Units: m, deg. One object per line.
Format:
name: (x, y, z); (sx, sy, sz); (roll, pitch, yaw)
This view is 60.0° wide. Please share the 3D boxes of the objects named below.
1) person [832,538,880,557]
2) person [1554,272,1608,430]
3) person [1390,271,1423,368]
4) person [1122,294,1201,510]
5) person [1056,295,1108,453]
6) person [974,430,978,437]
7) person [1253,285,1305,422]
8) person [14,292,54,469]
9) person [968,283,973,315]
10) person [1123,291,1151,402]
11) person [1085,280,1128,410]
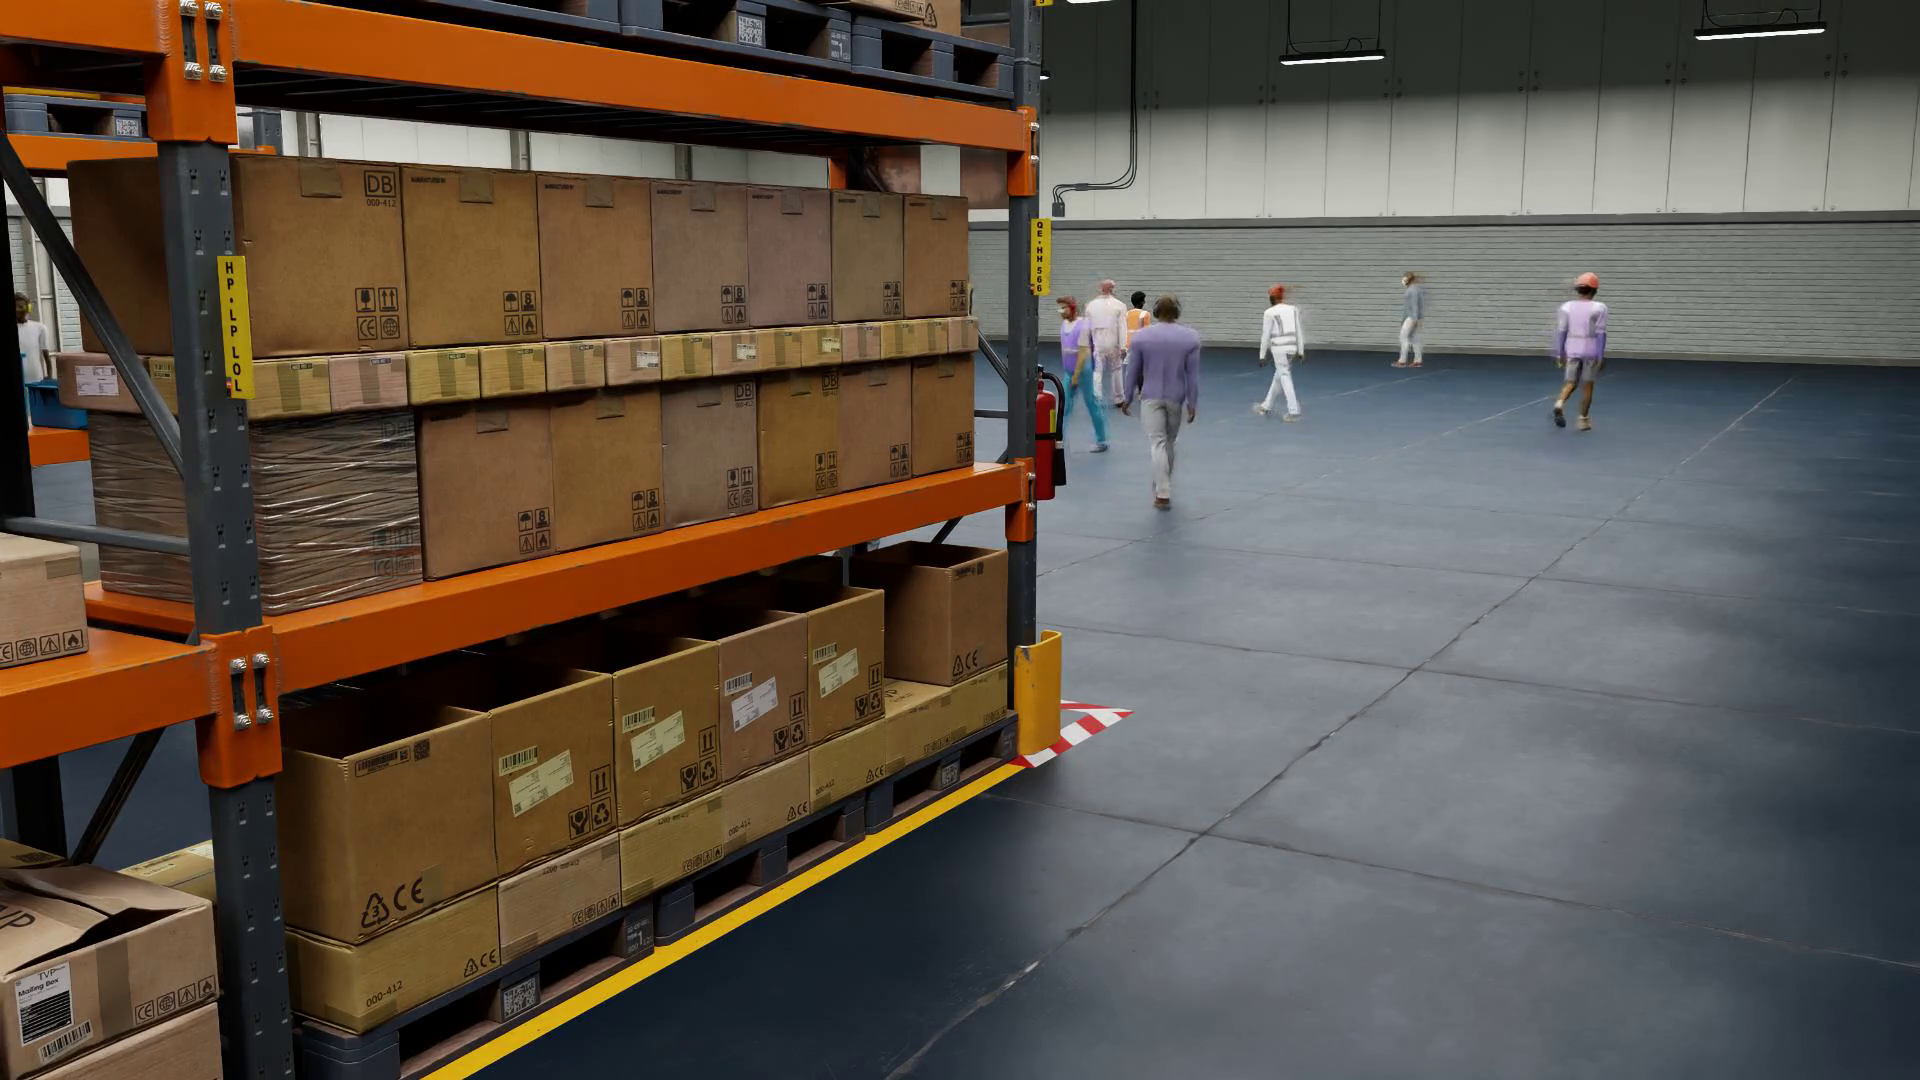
person: (-0.756, -0.615, 11.932); (0.497, 1.633, 0.285); (4, 10, 21)
person: (7.873, -2.377, 21.116); (0.612, 2.025, 0.709); (9, 13, 43)
person: (8.886, -4.369, 33.064); (0.790, 1.917, 0.673); (1, 10, 6)
person: (1.799, -1.244, 14.881); (0.648, 1.887, 1.011); (-1, 10, -7)
person: (1.265, -1.862, 18.780); (0.981, 1.781, 0.554); (-5, 11, -28)
person: (-0.348, -2.167, 20.202); (1.134, 1.929, 0.622); (-6, 12, -34)
person: (4.311, -2.546, 22.653); (0.596, 1.827, 0.984); (-7, 12, -35)
person: (-9.733, -1.643, 17.299); (0.554, 1.852, 0.641); (-4, 11, -24)
person: (0.046, -5.831, 41.960); (0.625, 1.814, 0.827); (-3, 10, -18)
person: (2.706, -2.952, 25.439); (0.529, 1.692, 0.321); (8, 13, 40)
person: (2.178, -2.837, 24.239); (0.674, 1.863, 0.932); (4, 11, 24)
